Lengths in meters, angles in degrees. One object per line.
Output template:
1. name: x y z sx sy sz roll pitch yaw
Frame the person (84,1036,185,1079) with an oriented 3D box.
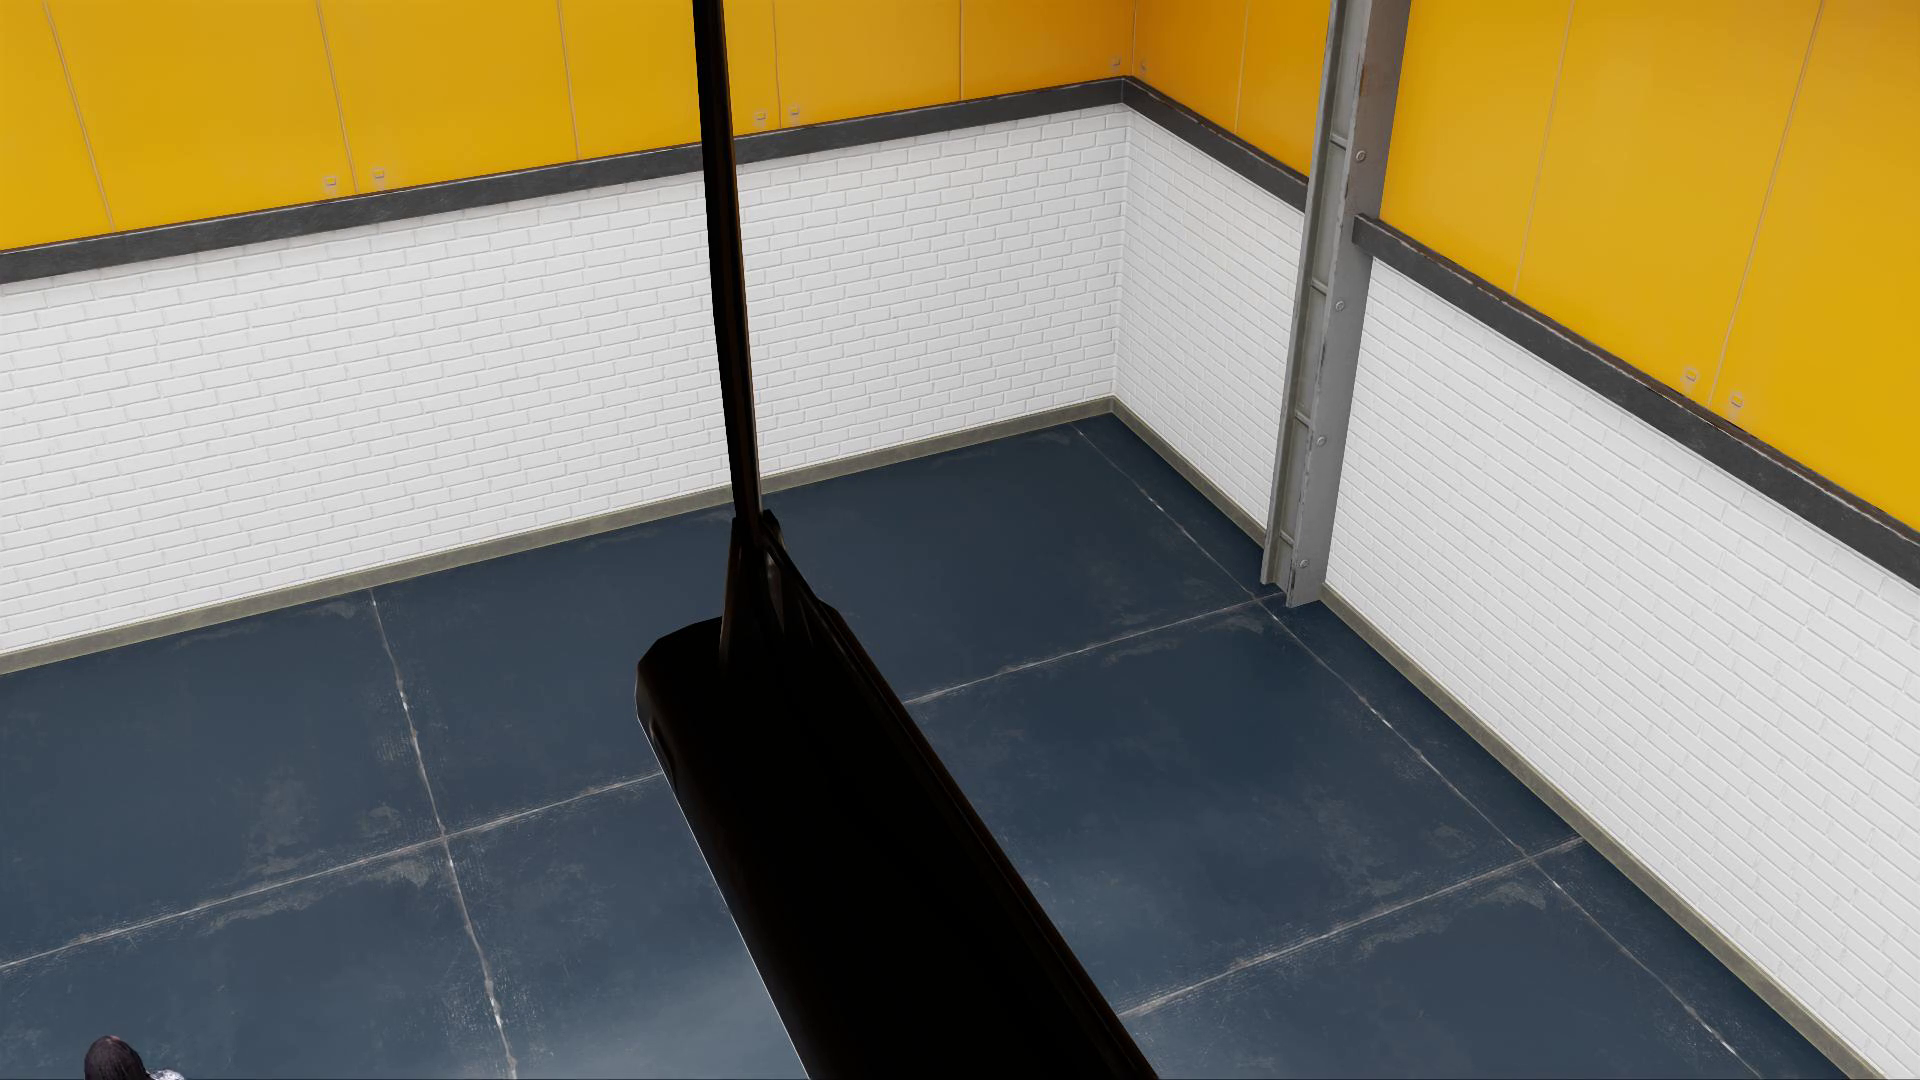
1. person: -3.483 2.843 7.316 0.613 1.704 0.977 -13 36 -19
